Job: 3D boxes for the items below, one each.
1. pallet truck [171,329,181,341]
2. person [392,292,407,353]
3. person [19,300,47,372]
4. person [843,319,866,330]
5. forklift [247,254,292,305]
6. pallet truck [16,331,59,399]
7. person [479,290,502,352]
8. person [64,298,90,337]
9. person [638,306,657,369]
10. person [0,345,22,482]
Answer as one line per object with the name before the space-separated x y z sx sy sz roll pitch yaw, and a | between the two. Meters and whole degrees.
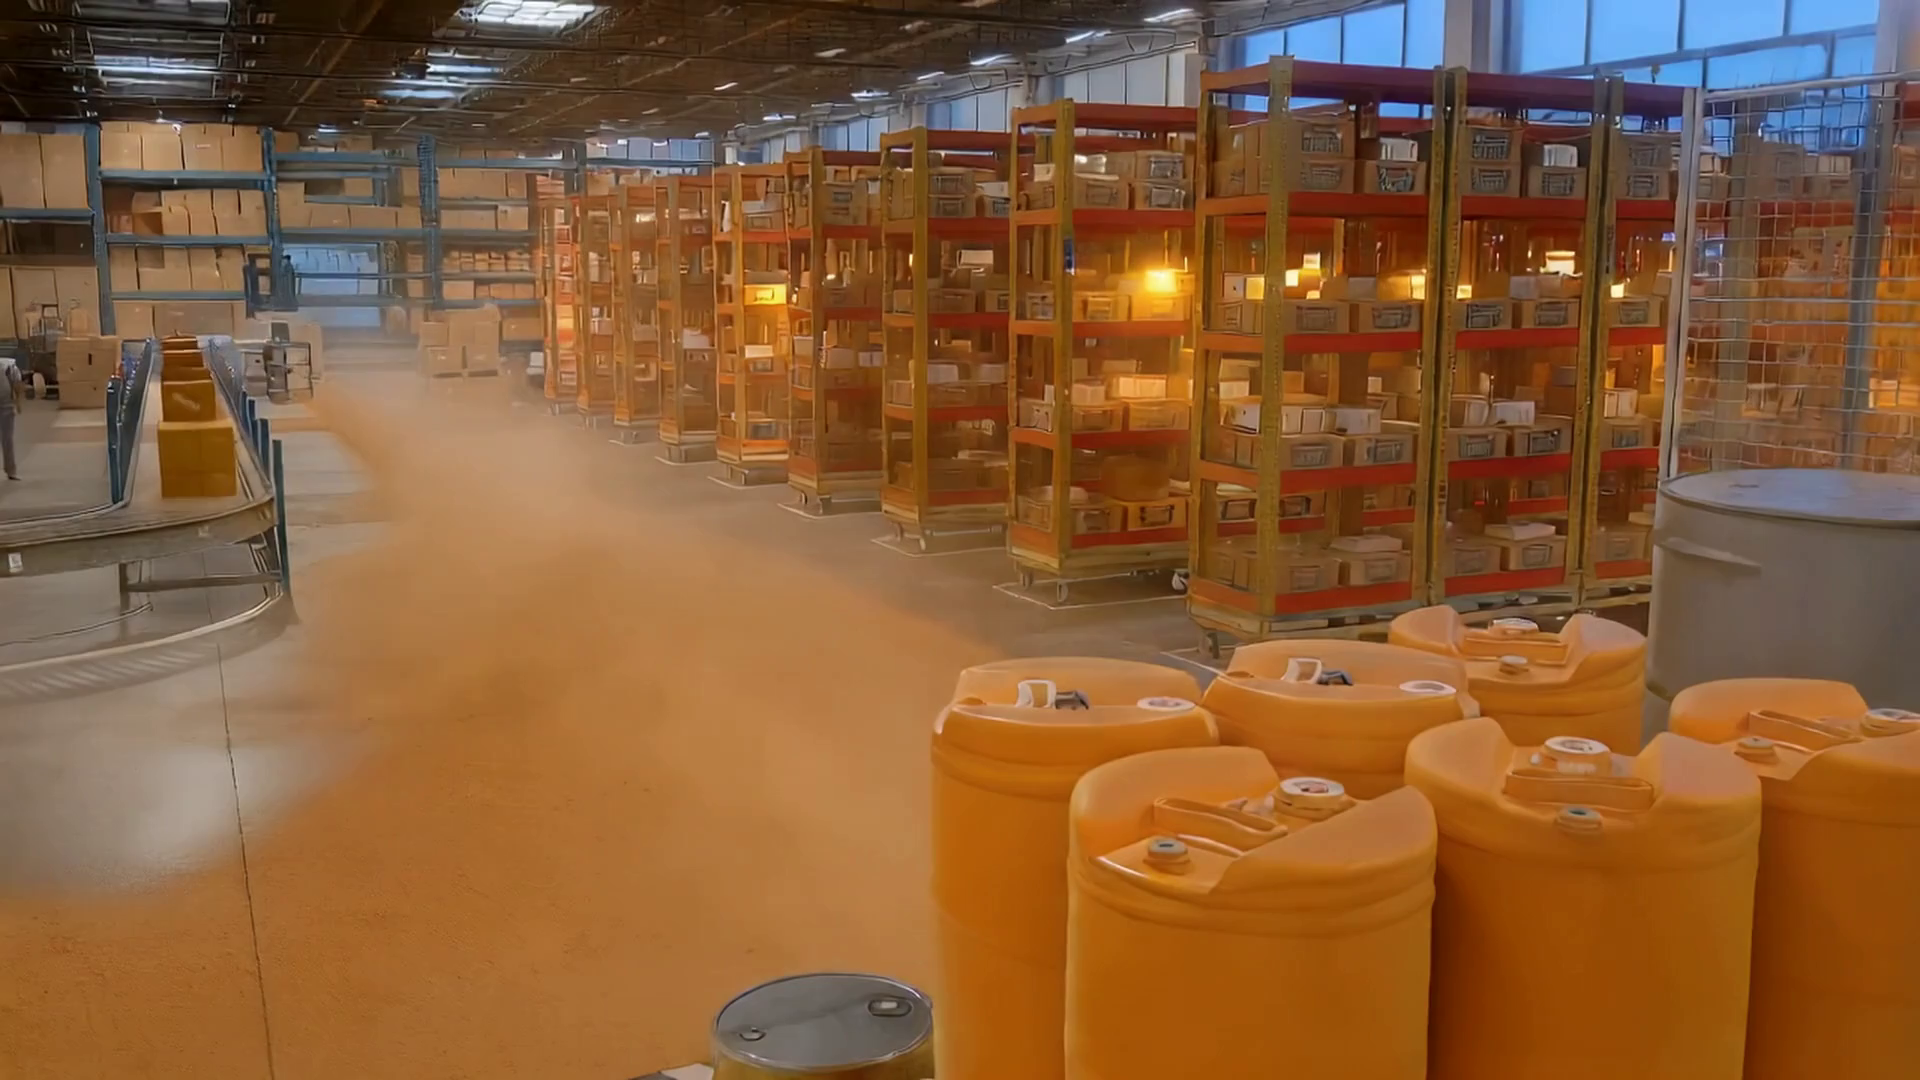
pallet truck | -17.275 -3.851 35.096 1.601 1.201 0.680 0 9 1
person | -16.590 -6.434 49.270 0.490 1.820 0.616 -5 10 -29
person | -22.346 -4.923 40.194 0.639 1.739 0.333 -7 11 -37
person | -2.016 -3.804 33.039 0.612 1.790 0.883 -6 11 -32
forklift | -16.039 -5.269 38.778 1.129 2.768 1.873 -4 10 -25
pallet truck | -17.082 -3.353 31.781 1.630 1.274 0.653 -4 10 -25
person | -11.381 -5.056 40.241 0.610 1.975 0.629 6 11 33
person | -20.248 -4.638 38.151 0.404 1.822 0.589 5 10 28
person | -5.664 -3.471 30.549 0.459 1.929 0.649 -8 12 -42
person | -10.994 -1.518 18.957 0.533 1.767 0.325 -8 12 -42
